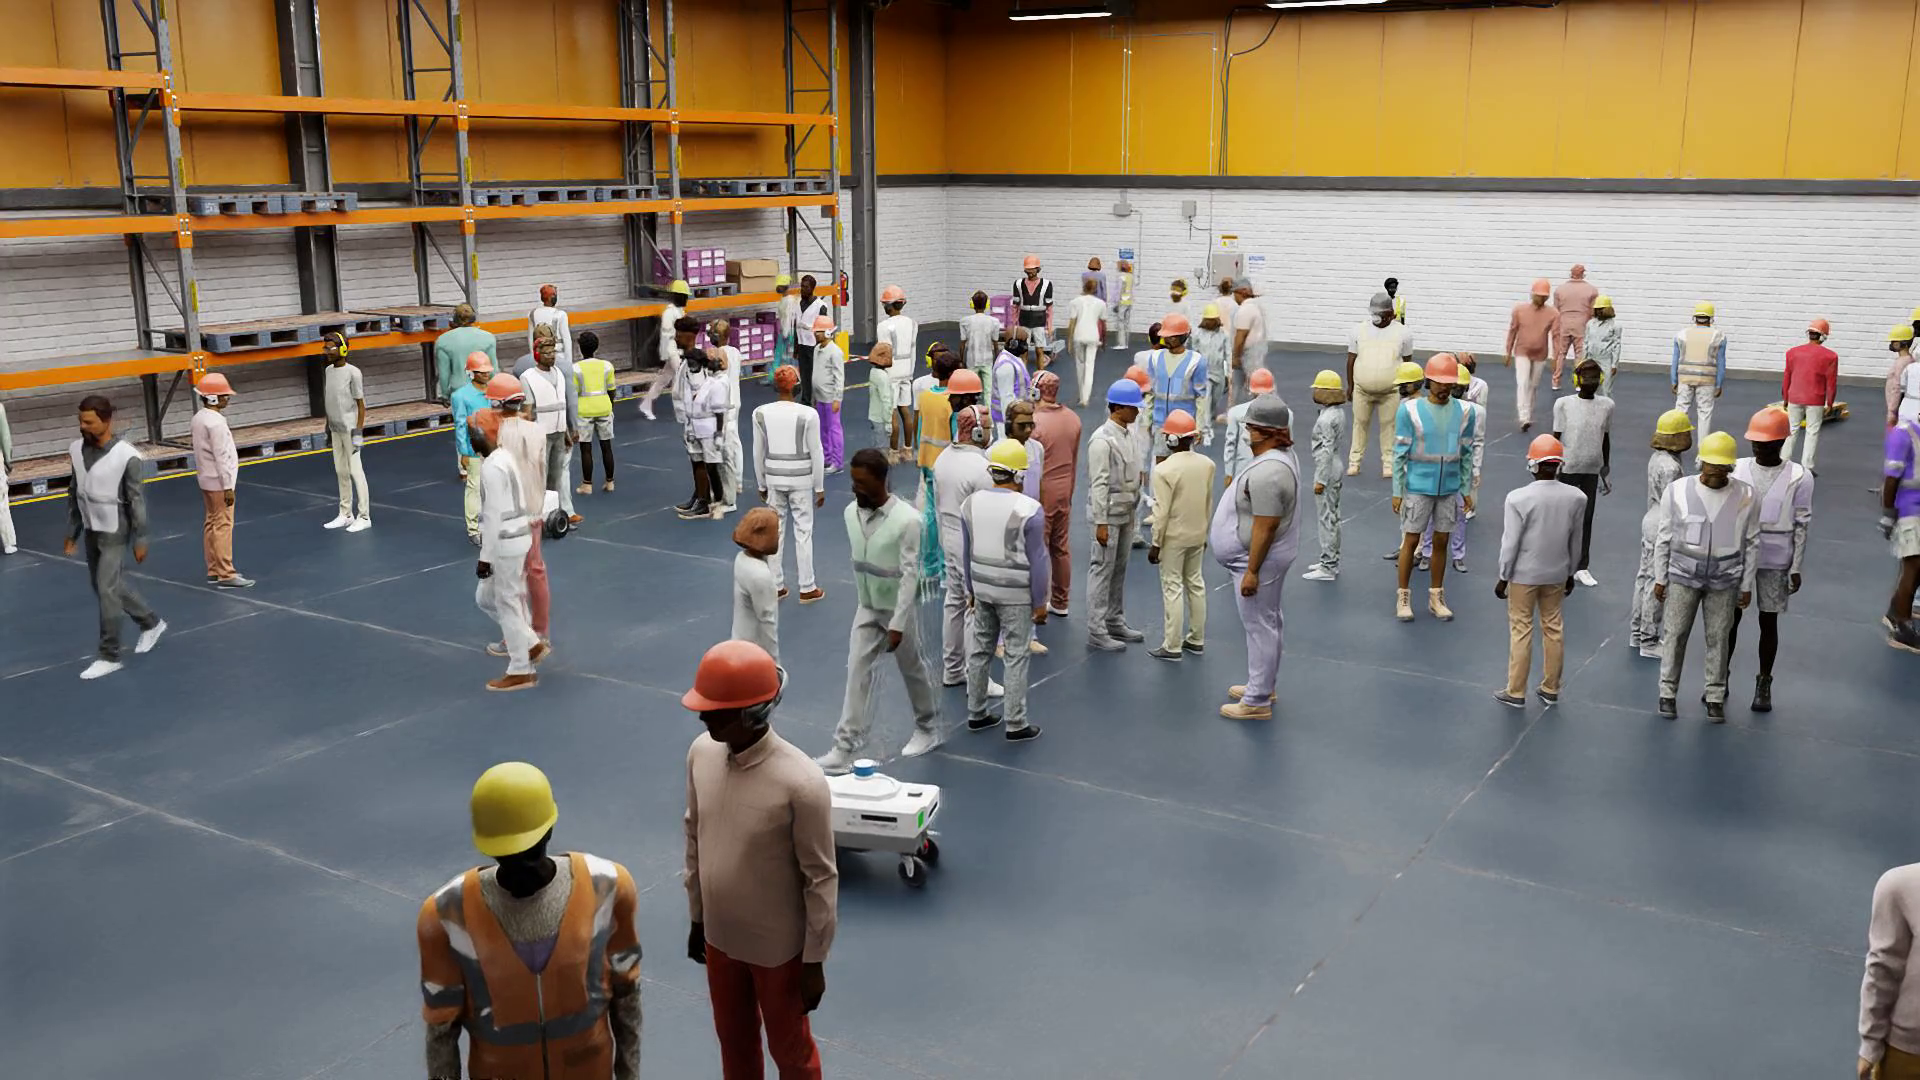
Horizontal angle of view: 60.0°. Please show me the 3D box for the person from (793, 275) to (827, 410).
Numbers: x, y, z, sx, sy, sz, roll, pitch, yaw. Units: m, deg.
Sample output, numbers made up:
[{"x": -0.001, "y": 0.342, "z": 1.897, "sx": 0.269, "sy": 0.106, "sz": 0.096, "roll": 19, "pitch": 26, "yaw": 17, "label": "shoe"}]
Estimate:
[{"x": -2.006, "y": -2.583, "z": 22.275, "sx": 0.592, "sy": 1.922, "sz": 0.392, "roll": 11, "pitch": 17, "yaw": 40, "label": "person"}]

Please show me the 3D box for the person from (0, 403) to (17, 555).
[{"x": -8.543, "y": -0.650, "z": 14.505, "sx": 0.521, "sy": 1.640, "sz": 0.307, "roll": -10, "pitch": 16, "yaw": -36, "label": "person"}]

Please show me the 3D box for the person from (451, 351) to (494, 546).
[{"x": -4.310, "y": -0.836, "z": 15.061, "sx": 0.330, "sy": 1.751, "sz": 0.563, "roll": 8, "pitch": 15, "yaw": 31, "label": "person"}]

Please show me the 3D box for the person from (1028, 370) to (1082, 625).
[{"x": 0.618, "y": -0.319, "z": 12.483, "sx": 0.410, "sy": 1.909, "sz": 0.642, "roll": 11, "pitch": 17, "yaw": 40, "label": "person"}]

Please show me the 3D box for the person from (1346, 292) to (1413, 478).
[{"x": 4.552, "y": -1.691, "z": 18.139, "sx": 0.688, "sy": 2.000, "sz": 0.536, "roll": 4, "pitch": 14, "yaw": 18, "label": "person"}]

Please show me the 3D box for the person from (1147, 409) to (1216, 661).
[{"x": 1.516, "y": -0.036, "z": 11.586, "sx": 0.565, "sy": 1.753, "sz": 0.336, "roll": -10, "pitch": 16, "yaw": -38, "label": "person"}]

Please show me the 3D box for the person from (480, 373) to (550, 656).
[{"x": -3.128, "y": -0.174, "z": 11.660, "sx": 0.376, "sy": 1.995, "sz": 0.612, "roll": 6, "pitch": 14, "yaw": 25, "label": "person"}]

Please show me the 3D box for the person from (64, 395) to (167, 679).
[{"x": -5.822, "y": -0.060, "z": 11.400, "sx": 0.603, "sy": 1.908, "sz": 0.734, "roll": 6, "pitch": 14, "yaw": 26, "label": "person"}]

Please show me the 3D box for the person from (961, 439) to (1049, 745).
[{"x": 0.277, "y": 0.305, "z": 9.983, "sx": 0.593, "sy": 1.824, "sz": 0.416, "roll": 11, "pitch": 17, "yaw": 40, "label": "person"}]

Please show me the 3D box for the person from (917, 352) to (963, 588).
[{"x": -0.137, "y": -0.570, "z": 13.548, "sx": 0.373, "sy": 1.917, "sz": 0.594, "roll": -9, "pitch": 16, "yaw": -35, "label": "person"}]

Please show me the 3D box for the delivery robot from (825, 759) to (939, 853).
[{"x": -0.467, "y": 1.318, "z": 8.141, "sx": 0.707, "sy": 0.478, "sz": 0.477, "roll": 3, "pitch": 13, "yaw": 13, "label": "delivery robot"}]

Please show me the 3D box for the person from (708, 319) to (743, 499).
[{"x": -2.427, "y": -1.336, "z": 17.030, "sx": 0.346, "sy": 1.846, "sz": 0.507, "roll": 6, "pitch": 14, "yaw": 23, "label": "person"}]

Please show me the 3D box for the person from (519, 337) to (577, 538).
[{"x": -3.831, "y": -0.961, "z": 15.399, "sx": 0.374, "sy": 1.843, "sz": 0.575, "roll": 6, "pitch": 14, "yaw": 24, "label": "person"}]

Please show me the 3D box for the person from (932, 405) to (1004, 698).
[{"x": 0.094, "y": 0.071, "z": 10.794, "sx": 0.409, "sy": 1.907, "sz": 0.651, "roll": -8, "pitch": 15, "yaw": -30, "label": "person"}]

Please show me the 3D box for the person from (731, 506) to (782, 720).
[{"x": -1.103, "y": 0.614, "z": 9.066, "sx": 0.288, "sy": 1.626, "sz": 0.497, "roll": -4, "pitch": 14, "yaw": -18, "label": "person"}]

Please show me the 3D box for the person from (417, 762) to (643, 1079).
[{"x": -1.157, "y": 1.500, "z": 4.599, "sx": 0.591, "sy": 1.914, "sz": 0.435, "roll": -5, "pitch": 14, "yaw": -19, "label": "person"}]

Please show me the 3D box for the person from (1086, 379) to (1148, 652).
[{"x": 1.109, "y": -0.180, "z": 11.818, "sx": 0.416, "sy": 1.939, "sz": 0.604, "roll": 7, "pitch": 15, "yaw": 28, "label": "person"}]

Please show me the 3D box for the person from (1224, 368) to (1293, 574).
[{"x": 2.493, "y": -0.569, "z": 13.906, "sx": 0.575, "sy": 1.747, "sz": 0.339, "roll": 2, "pitch": 13, "yaw": 8, "label": "person"}]

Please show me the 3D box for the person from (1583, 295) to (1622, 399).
[{"x": 8.148, "y": -2.244, "z": 21.190, "sx": 0.323, "sy": 1.743, "sz": 0.489, "roll": -11, "pitch": 17, "yaw": -38, "label": "person"}]

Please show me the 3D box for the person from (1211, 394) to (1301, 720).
[{"x": 1.834, "y": 0.096, "z": 10.389, "sx": 0.538, "sy": 2.000, "sz": 0.684, "roll": 4, "pitch": 14, "yaw": 18, "label": "person"}]

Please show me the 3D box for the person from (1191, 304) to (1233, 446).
[{"x": 3.072, "y": -2.051, "z": 20.419, "sx": 0.492, "sy": 1.712, "sz": 0.825, "roll": 0, "pitch": 13, "yaw": 0, "label": "person"}]

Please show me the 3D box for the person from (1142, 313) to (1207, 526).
[{"x": 2.005, "y": -1.112, "z": 15.639, "sx": 0.605, "sy": 2.038, "sz": 0.383, "roll": 7, "pitch": 15, "yaw": 29, "label": "person"}]

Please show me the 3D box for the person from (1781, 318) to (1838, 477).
[{"x": 9.298, "y": -1.555, "z": 18.210, "sx": 0.354, "sy": 1.740, "sz": 0.568, "roll": -11, "pitch": 17, "yaw": -39, "label": "person"}]

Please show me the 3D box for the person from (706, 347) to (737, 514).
[{"x": -2.354, "y": -1.080, "z": 16.365, "sx": 0.314, "sy": 1.641, "sz": 0.515, "roll": -3, "pitch": 13, "yaw": -12, "label": "person"}]

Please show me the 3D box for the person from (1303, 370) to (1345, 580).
[{"x": 3.022, "y": -0.539, "z": 13.795, "sx": 0.314, "sy": 1.743, "sz": 0.493, "roll": 5, "pitch": 14, "yaw": 22, "label": "person"}]

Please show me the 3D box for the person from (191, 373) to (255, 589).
[{"x": -6.017, "y": -0.487, "z": 13.547, "sx": 0.342, "sy": 1.748, "sz": 0.573, "roll": -11, "pitch": 17, "yaw": -38, "label": "person"}]

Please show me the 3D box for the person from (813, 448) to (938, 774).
[{"x": -0.460, "y": 0.402, "z": 9.449, "sx": 0.600, "sy": 1.859, "sz": 0.982, "roll": 10, "pitch": 16, "yaw": 37, "label": "person"}]

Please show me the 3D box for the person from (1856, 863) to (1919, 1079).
[{"x": 2.914, "y": 1.511, "z": 4.878, "sx": 0.517, "sy": 1.757, "sz": 0.342, "roll": 5, "pitch": 14, "yaw": 22, "label": "person"}]

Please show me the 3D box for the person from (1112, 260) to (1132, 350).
[{"x": 2.963, "y": -4.254, "z": 30.187, "sx": 0.332, "sy": 1.622, "sz": 0.557, "roll": 8, "pitch": 15, "yaw": 32, "label": "person"}]

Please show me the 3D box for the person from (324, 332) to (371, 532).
[{"x": -5.779, "y": -1.013, "z": 15.573, "sx": 0.513, "sy": 1.872, "sz": 0.328, "roll": 8, "pitch": 15, "yaw": 31, "label": "person"}]

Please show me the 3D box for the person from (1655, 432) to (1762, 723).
[{"x": 4.616, "y": 0.226, "z": 10.305, "sx": 0.594, "sy": 1.825, "sz": 0.403, "roll": 5, "pitch": 14, "yaw": 19, "label": "person"}]

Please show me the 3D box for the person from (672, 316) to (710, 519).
[{"x": -2.605, "y": -1.192, "z": 16.138, "sx": 0.368, "sy": 1.966, "sz": 0.602, "roll": -3, "pitch": 13, "yaw": -13, "label": "person"}]

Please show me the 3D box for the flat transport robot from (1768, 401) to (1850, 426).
[{"x": 11.215, "y": -1.709, "z": 22.096, "sx": 1.431, "sy": 0.197, "sz": 0.652, "roll": -12, "pitch": 17, "yaw": -41, "label": "flat transport robot"}]

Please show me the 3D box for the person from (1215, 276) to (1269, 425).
[{"x": 3.726, "y": -2.446, "z": 21.414, "sx": 0.915, "sy": 2.000, "sz": 0.716, "roll": 4, "pitch": 14, "yaw": 16, "label": "person"}]

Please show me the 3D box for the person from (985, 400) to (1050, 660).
[{"x": 0.389, "y": -0.068, "z": 11.563, "sx": 0.516, "sy": 1.835, "sz": 0.358, "roll": -9, "pitch": 16, "yaw": -36, "label": "person"}]

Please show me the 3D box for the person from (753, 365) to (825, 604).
[{"x": -1.328, "y": -0.430, "z": 13.019, "sx": 0.575, "sy": 1.883, "sz": 0.355, "roll": 4, "pitch": 13, "yaw": 16, "label": "person"}]
